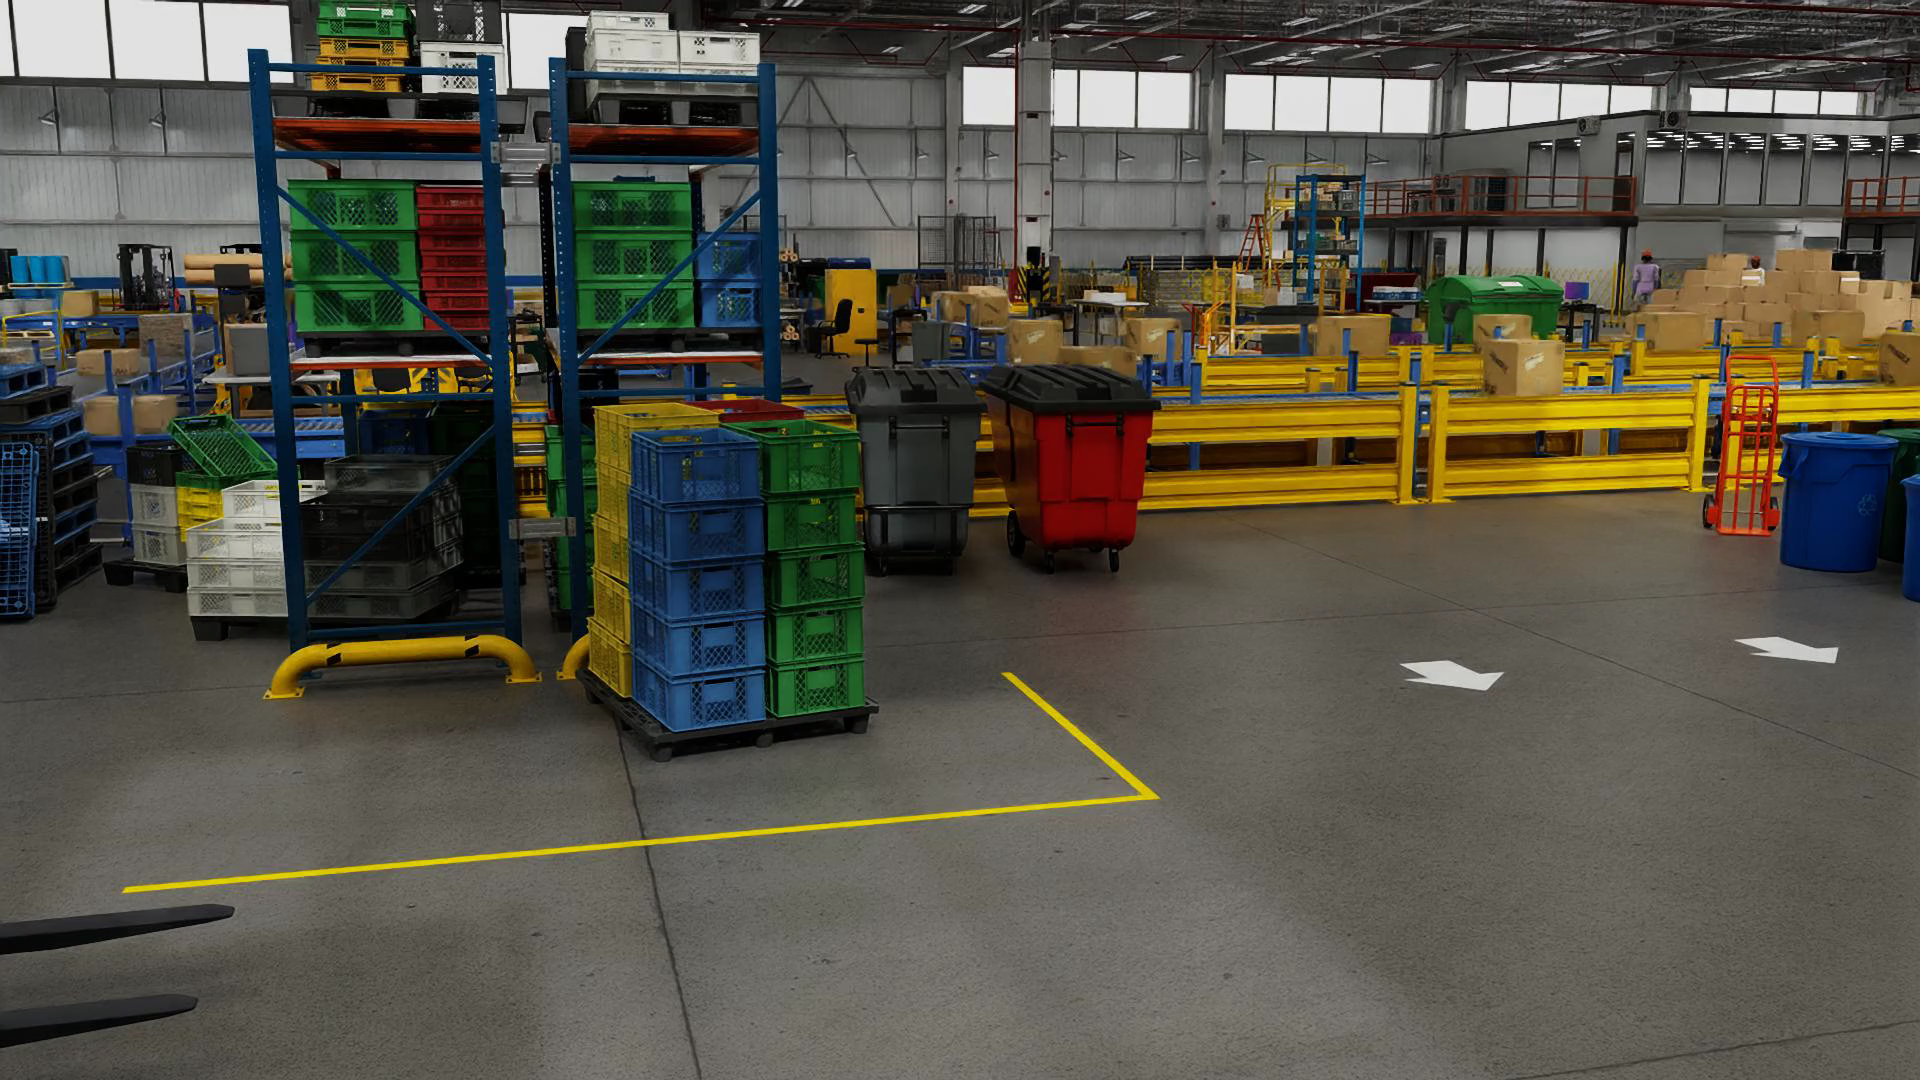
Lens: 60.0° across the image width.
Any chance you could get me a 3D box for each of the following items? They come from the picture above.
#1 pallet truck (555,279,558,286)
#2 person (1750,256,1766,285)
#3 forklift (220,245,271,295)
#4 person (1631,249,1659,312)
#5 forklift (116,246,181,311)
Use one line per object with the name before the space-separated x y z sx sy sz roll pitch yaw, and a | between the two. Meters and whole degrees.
pallet truck | -10.604 -6.375 44.520 0.653 1.274 1.630 -3 10 -15
person | 19.790 -6.127 41.459 0.356 1.887 0.572 -2 10 -13
forklift | -17.749 -6.334 41.440 1.157 1.987 2.680 -3 10 -17
person | 16.999 -6.177 41.298 0.605 2.045 0.378 2 10 10
forklift | -19.966 -6.232 40.894 1.157 1.987 2.680 -3 10 -15
